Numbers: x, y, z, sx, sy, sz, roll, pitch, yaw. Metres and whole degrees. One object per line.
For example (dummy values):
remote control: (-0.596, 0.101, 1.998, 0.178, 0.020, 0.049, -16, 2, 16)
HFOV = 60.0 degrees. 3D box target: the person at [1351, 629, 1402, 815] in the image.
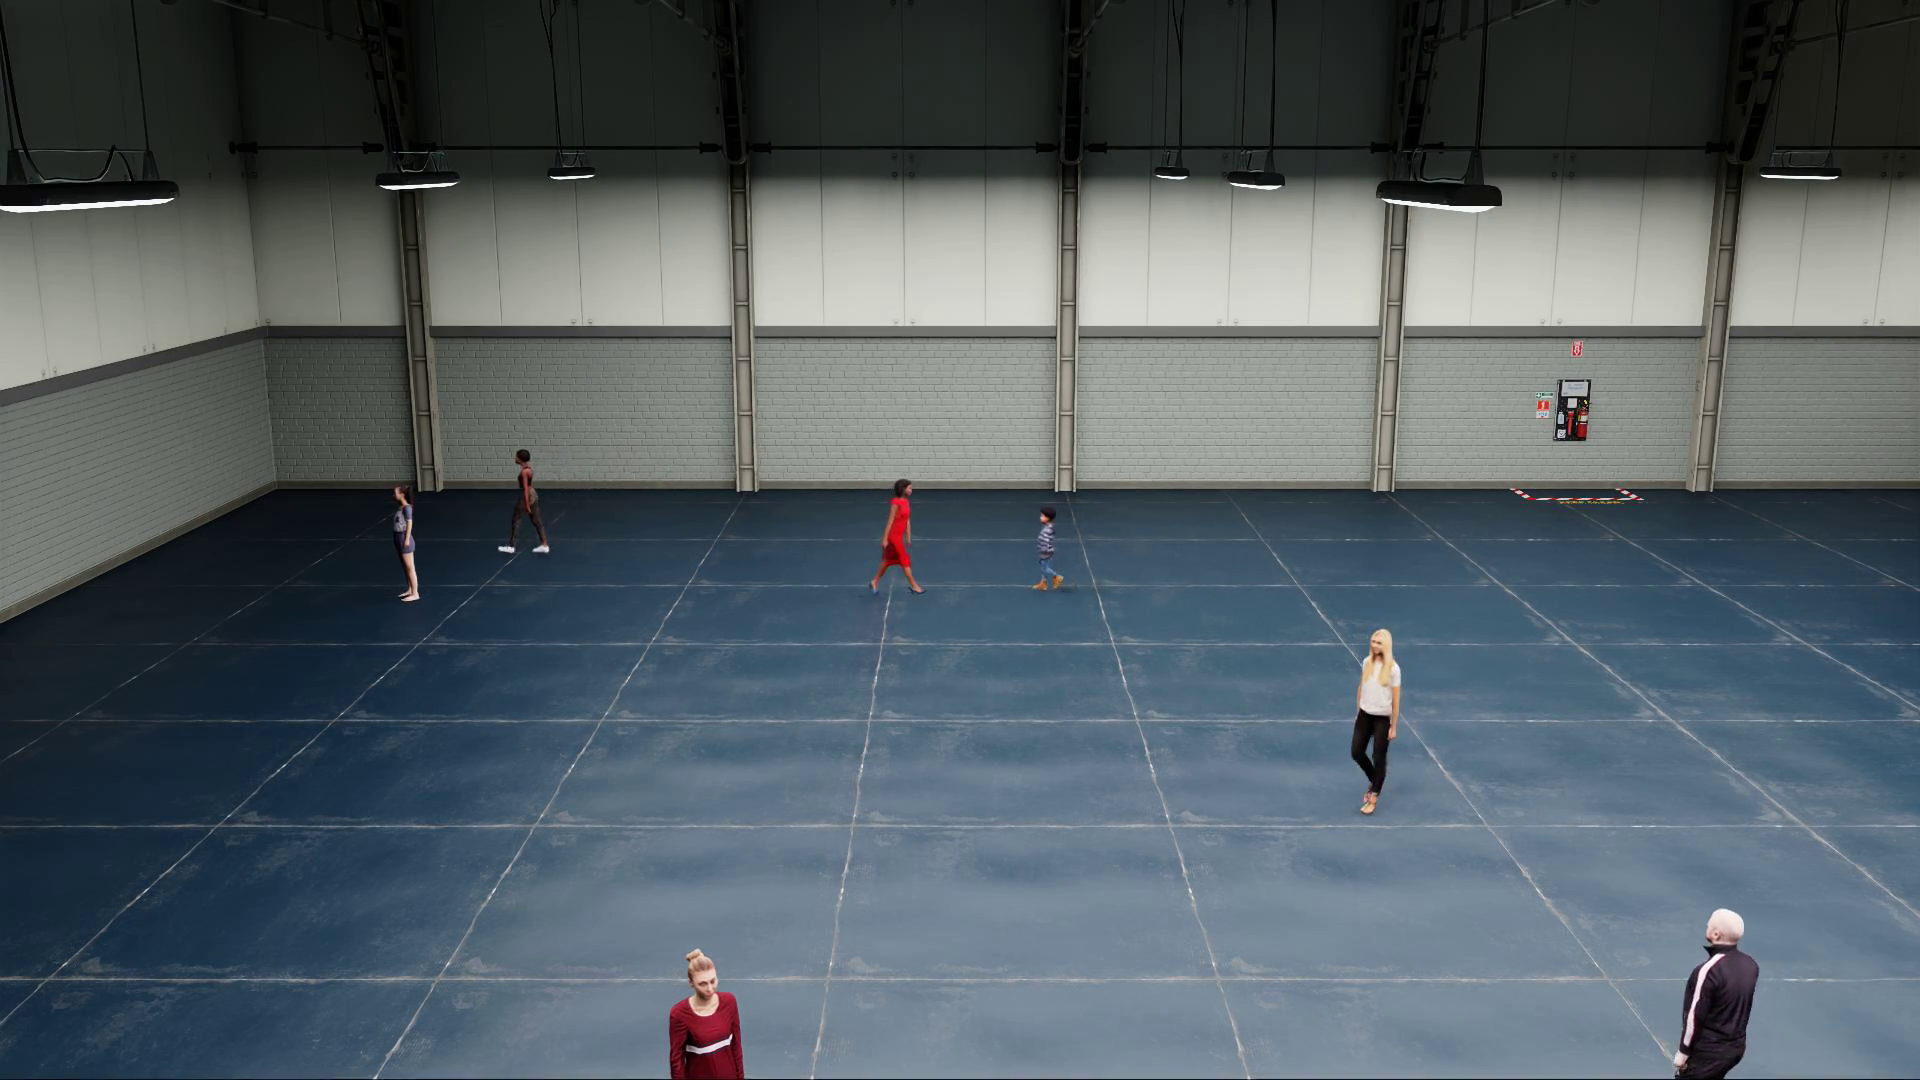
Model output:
person: (4.036, 1.713, 15.923, 0.776, 1.818, 0.839, 12, 18, 42)

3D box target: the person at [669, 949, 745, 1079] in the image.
person: (-1.473, 3.210, 9.728, 0.650, 1.698, 0.747, -10, 16, -36)

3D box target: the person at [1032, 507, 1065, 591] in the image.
person: (1.282, 0.131, 24.037, 0.663, 1.242, 0.504, 1, 13, 2)

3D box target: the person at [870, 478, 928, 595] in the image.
person: (-0.992, 0.003, 23.618, 1.187, 1.680, 0.895, 6, 14, 26)

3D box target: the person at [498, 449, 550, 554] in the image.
person: (-6.722, -0.590, 26.209, 0.987, 1.666, 0.591, 0, 13, 0)

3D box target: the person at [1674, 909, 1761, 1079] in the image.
person: (4.549, 3.108, 9.905, 1.081, 1.816, 1.085, -9, 16, -34)

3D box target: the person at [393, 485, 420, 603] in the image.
person: (-7.847, 0.029, 23.569, 0.674, 1.652, 0.671, -7, 15, -28)
